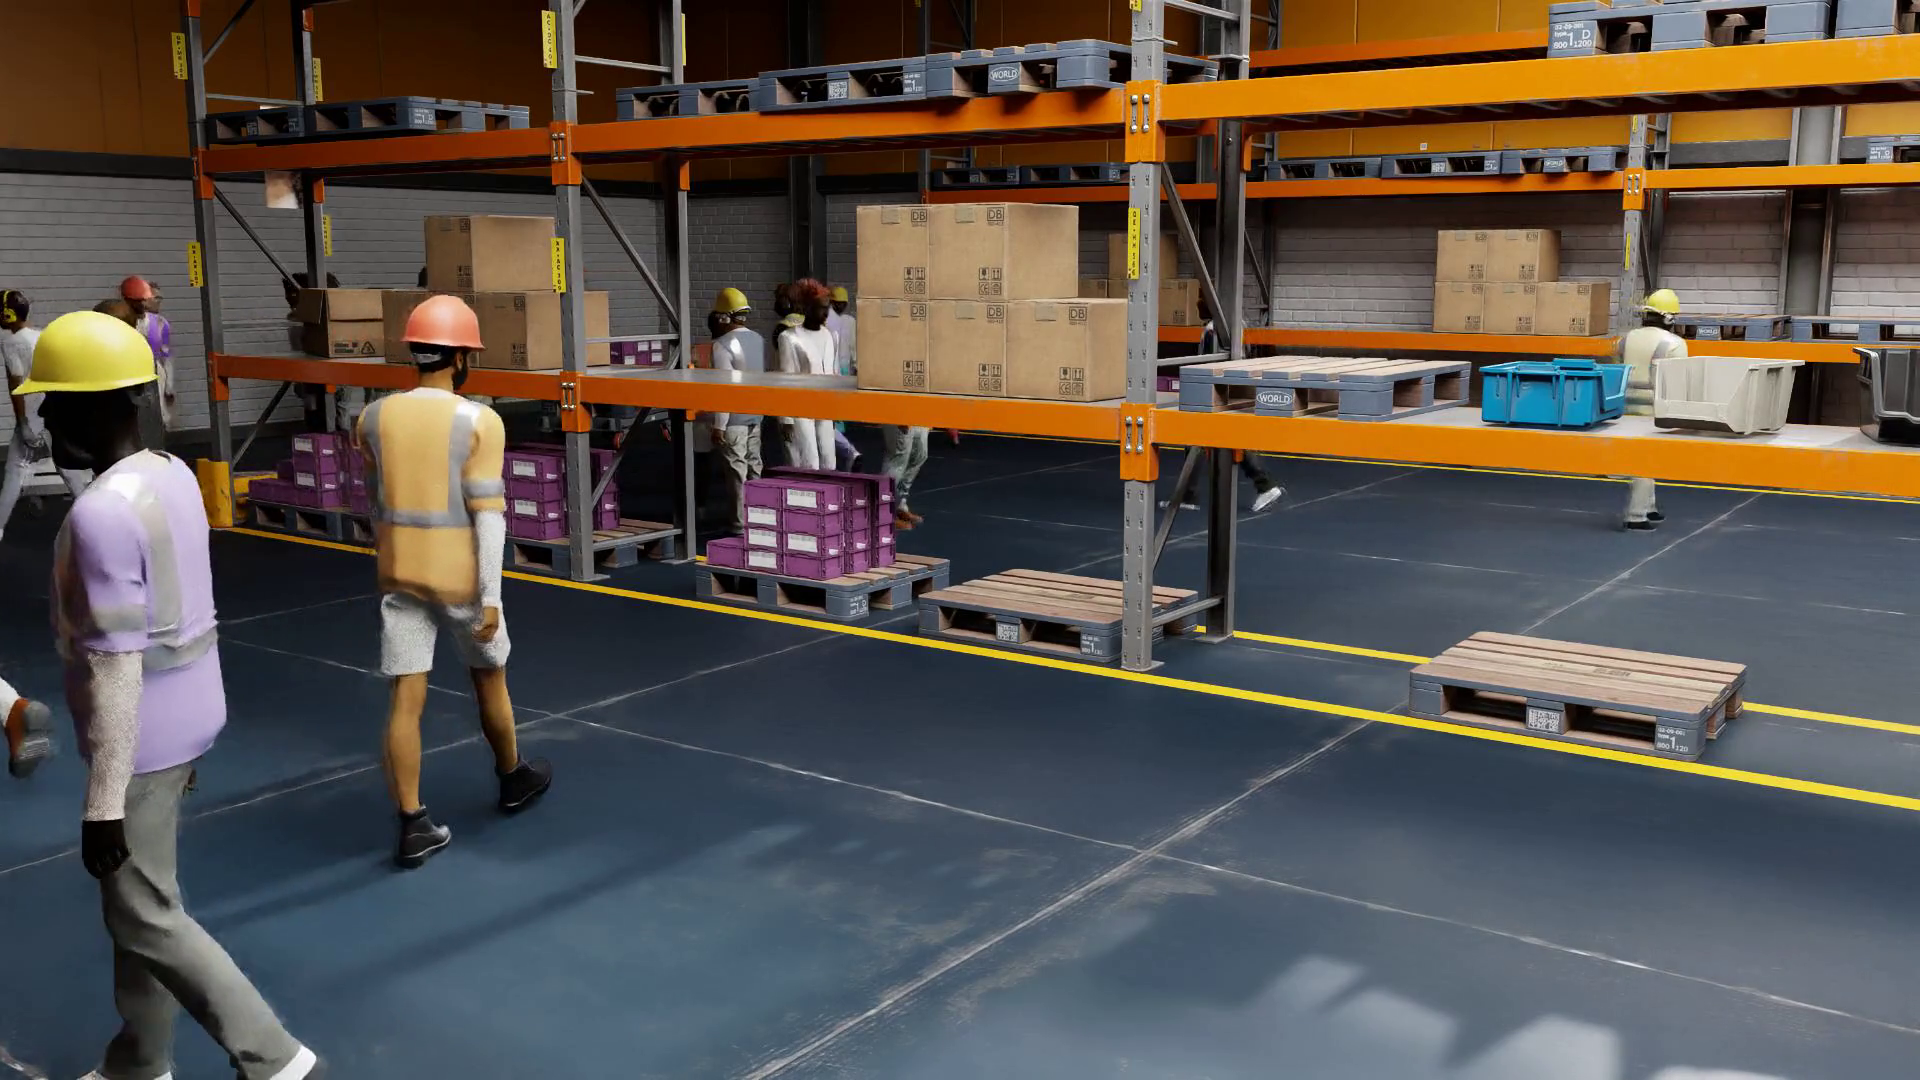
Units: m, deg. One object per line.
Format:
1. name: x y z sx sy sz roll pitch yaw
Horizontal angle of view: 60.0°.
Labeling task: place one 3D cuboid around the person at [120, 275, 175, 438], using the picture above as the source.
1. person: -7.089 -1.328 14.356 0.620 1.910 0.559 8 12 40

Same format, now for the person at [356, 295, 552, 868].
1. person: -1.772 0.108 5.802 0.572 1.891 0.931 2 10 9

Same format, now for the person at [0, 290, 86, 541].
1. person: -6.652 -0.864 11.890 0.994 1.809 0.590 2 10 10

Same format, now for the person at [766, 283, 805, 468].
1. person: -1.415 -1.212 13.850 0.429 1.842 0.635 2 10 13

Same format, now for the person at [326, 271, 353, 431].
1. person: -6.287 -1.716 16.619 0.640 1.922 0.687 -3 10 -20

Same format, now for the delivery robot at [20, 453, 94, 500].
1. delivery robot: -7.164 -0.524 13.299 0.707 0.478 0.477 -5 11 -28

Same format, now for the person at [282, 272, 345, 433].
1. person: -5.911 -1.525 15.477 0.649 1.929 0.808 7 12 37

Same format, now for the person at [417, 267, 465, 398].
1. person: -5.550 -1.963 17.732 0.686 2.000 1.059 2 10 14

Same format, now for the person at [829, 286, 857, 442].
1. person: -1.382 -1.962 18.580 0.554 1.744 0.417 -7 12 -37

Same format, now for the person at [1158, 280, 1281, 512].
1. person: 2.127 -1.153 13.402 0.950 1.884 0.589 5 11 26

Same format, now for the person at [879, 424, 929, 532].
1. person: -0.432 -0.988 12.346 0.515 1.896 0.651 3 10 16

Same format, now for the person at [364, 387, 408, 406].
1. person: -5.318 -1.389 15.585 0.629 1.616 0.512 4 10 23

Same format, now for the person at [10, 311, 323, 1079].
1. person: -1.865 0.449 3.807 0.581 1.942 0.621 -2 10 -12

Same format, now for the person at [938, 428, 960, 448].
1. person: -0.124 -1.886 18.208 0.539 1.710 0.923 -3 10 -18

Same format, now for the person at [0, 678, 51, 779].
1. person: -3.880 0.058 6.107 0.794 1.909 0.643 1 10 5

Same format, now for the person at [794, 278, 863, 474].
1. person: -1.228 -1.382 14.768 0.543 1.879 0.649 4 10 22

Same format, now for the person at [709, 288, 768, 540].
1. person: -1.597 -0.871 11.845 0.403 1.832 0.593 4 10 24

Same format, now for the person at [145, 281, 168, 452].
1. person: -7.318 -1.378 14.858 0.955 1.843 0.664 1 10 6

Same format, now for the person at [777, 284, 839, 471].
1. person: -1.127 -0.920 12.052 0.660 1.865 0.576 8 13 41

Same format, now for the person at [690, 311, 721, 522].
1. person: -1.894 -0.947 12.767 0.633 1.679 0.487 0 10 1

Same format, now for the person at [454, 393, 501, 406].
1. person: -4.272 -1.362 14.738 0.435 1.848 0.571 3 10 18

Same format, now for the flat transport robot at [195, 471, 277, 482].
1. flat transport robot: -6.179 -0.426 13.839 1.431 0.197 0.652 -4 10 -22

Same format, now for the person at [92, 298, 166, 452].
1. person: -4.399 -0.344 8.723 0.587 1.823 0.538 3 10 15

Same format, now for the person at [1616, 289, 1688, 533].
1. person: 5.238 -0.954 12.418 0.702 1.807 0.612 -4 11 -25

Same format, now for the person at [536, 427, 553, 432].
1. person: -4.613 -2.261 19.721 0.838 1.974 0.616 -8 12 -38
